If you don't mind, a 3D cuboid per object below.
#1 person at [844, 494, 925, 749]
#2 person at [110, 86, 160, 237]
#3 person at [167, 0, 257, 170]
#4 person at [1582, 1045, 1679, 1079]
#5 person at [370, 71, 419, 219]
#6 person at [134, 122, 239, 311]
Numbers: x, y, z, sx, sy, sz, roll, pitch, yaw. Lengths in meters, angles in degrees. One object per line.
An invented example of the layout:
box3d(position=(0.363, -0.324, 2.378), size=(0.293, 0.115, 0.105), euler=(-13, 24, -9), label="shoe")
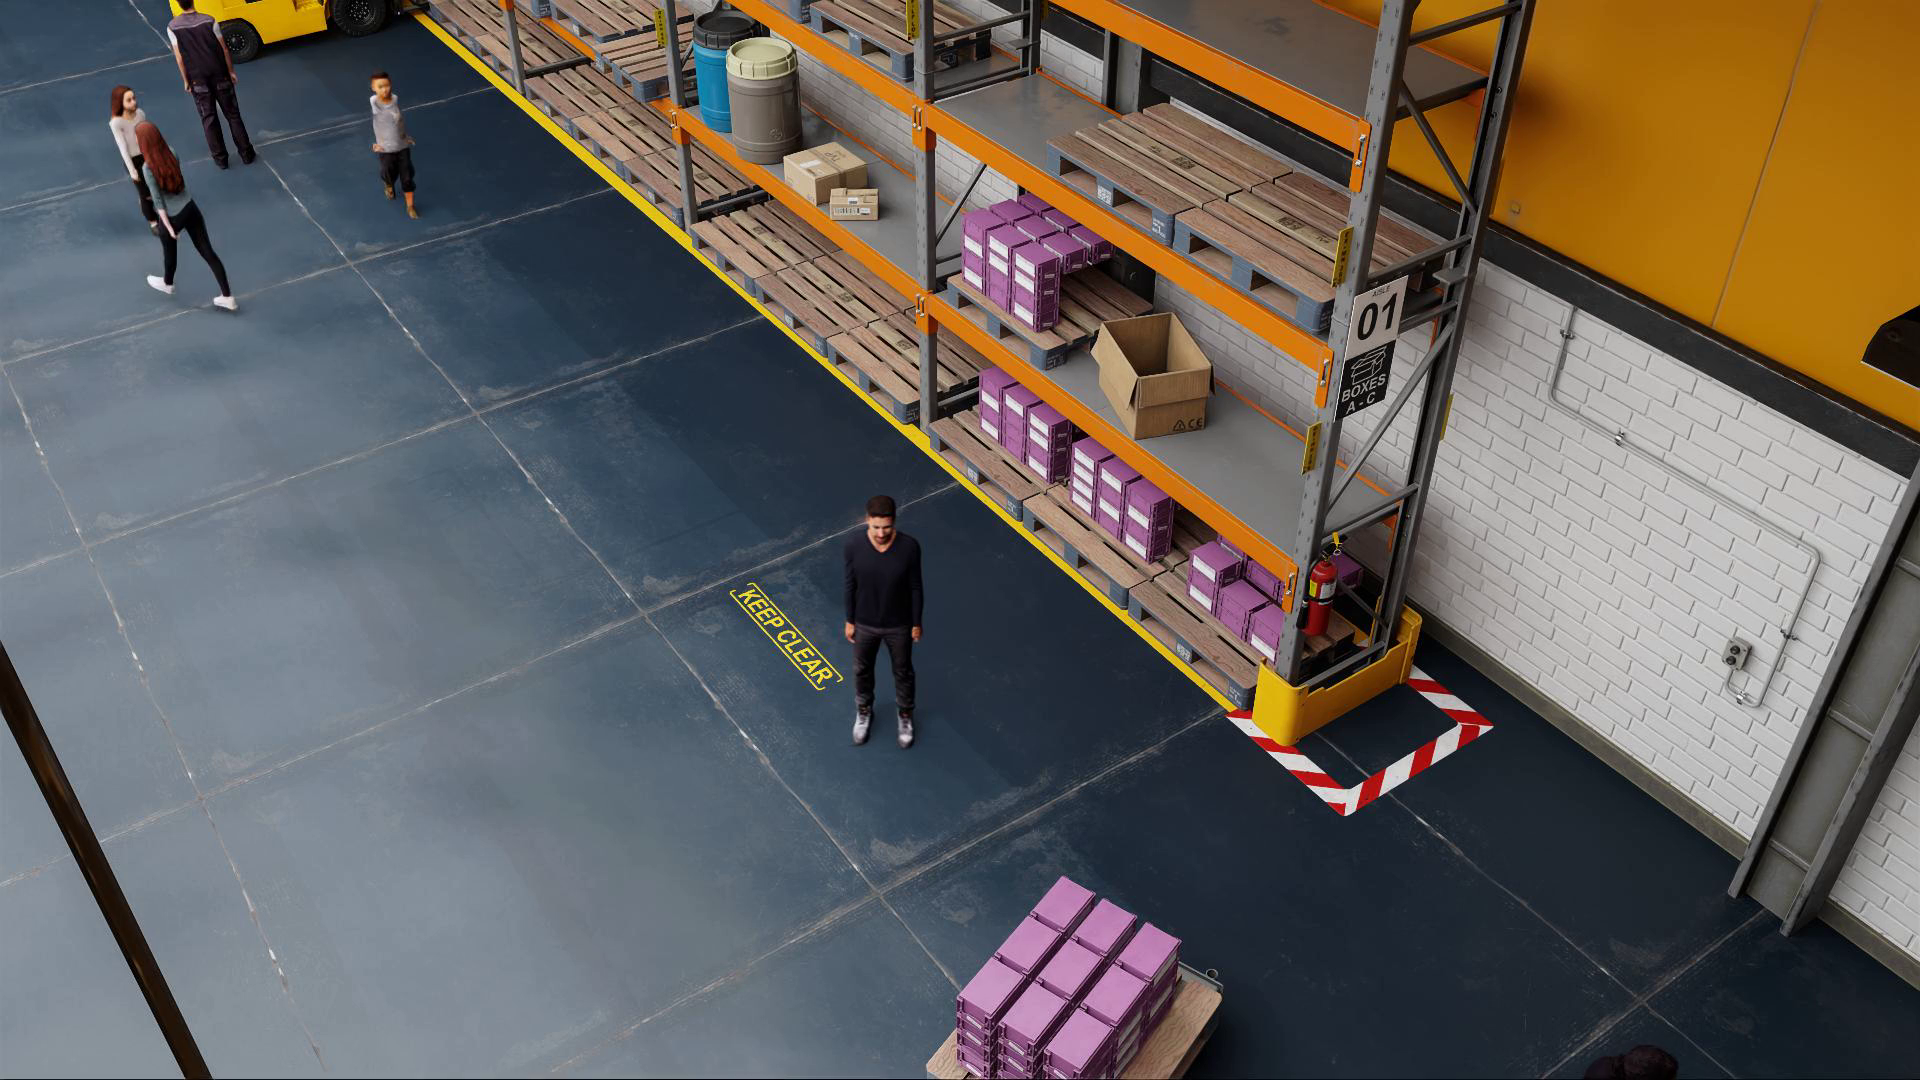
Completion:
box3d(position=(-0.466, 0.470, 10.091), size=(0.720, 1.864, 0.760), euler=(3, 39, 4), label="person")
box3d(position=(-7.648, -3.514, 15.395), size=(0.729, 1.471, 0.661), euler=(20, 43, 24), label="person")
box3d(position=(-7.419, -4.580, 16.429), size=(0.691, 1.847, 0.626), euler=(-16, 41, -19), label="person")
box3d(position=(2.766, 2.780, 7.286), size=(0.832, 1.756, 0.738), euler=(-2, 39, -3), label="person")
box3d(position=(-5.425, -3.825, 15.804), size=(0.583, 1.448, 0.829), euler=(-22, 44, -25), label="person")
box3d(position=(-6.600, -2.725, 14.234), size=(1.207, 1.686, 0.955), euler=(17, 42, 20), label="person")
